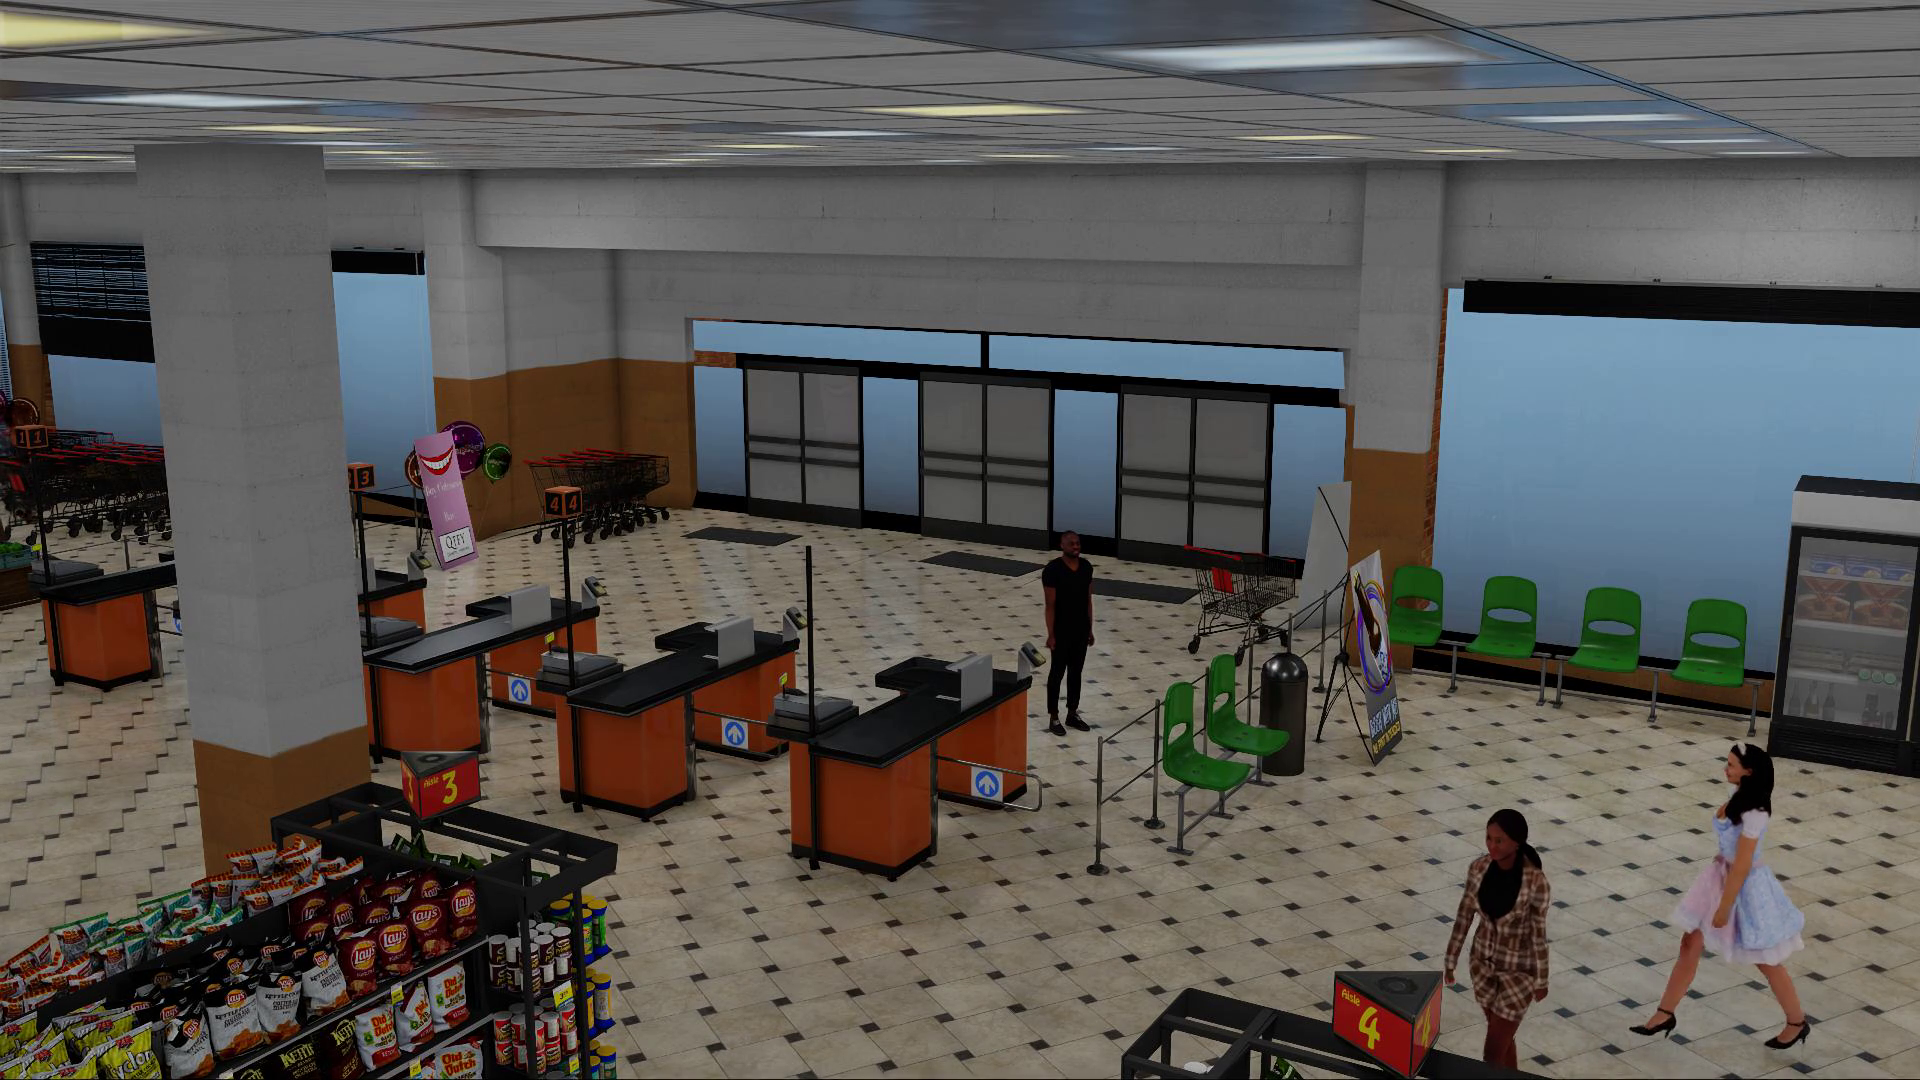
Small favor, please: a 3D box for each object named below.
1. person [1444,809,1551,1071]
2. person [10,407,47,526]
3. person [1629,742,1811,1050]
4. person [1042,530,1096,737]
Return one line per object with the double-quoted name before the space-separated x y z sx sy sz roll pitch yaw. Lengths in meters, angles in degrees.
"person" 2.764 2.182 8.341 1.110 1.751 0.829 -10 16 -41
"person" -13.406 -1.039 23.743 0.604 1.707 0.681 7 14 30
"person" 4.354 2.016 9.095 0.955 1.764 1.183 2 12 11
"person" 0.957 0.801 14.731 0.683 1.820 0.809 -7 14 -30
